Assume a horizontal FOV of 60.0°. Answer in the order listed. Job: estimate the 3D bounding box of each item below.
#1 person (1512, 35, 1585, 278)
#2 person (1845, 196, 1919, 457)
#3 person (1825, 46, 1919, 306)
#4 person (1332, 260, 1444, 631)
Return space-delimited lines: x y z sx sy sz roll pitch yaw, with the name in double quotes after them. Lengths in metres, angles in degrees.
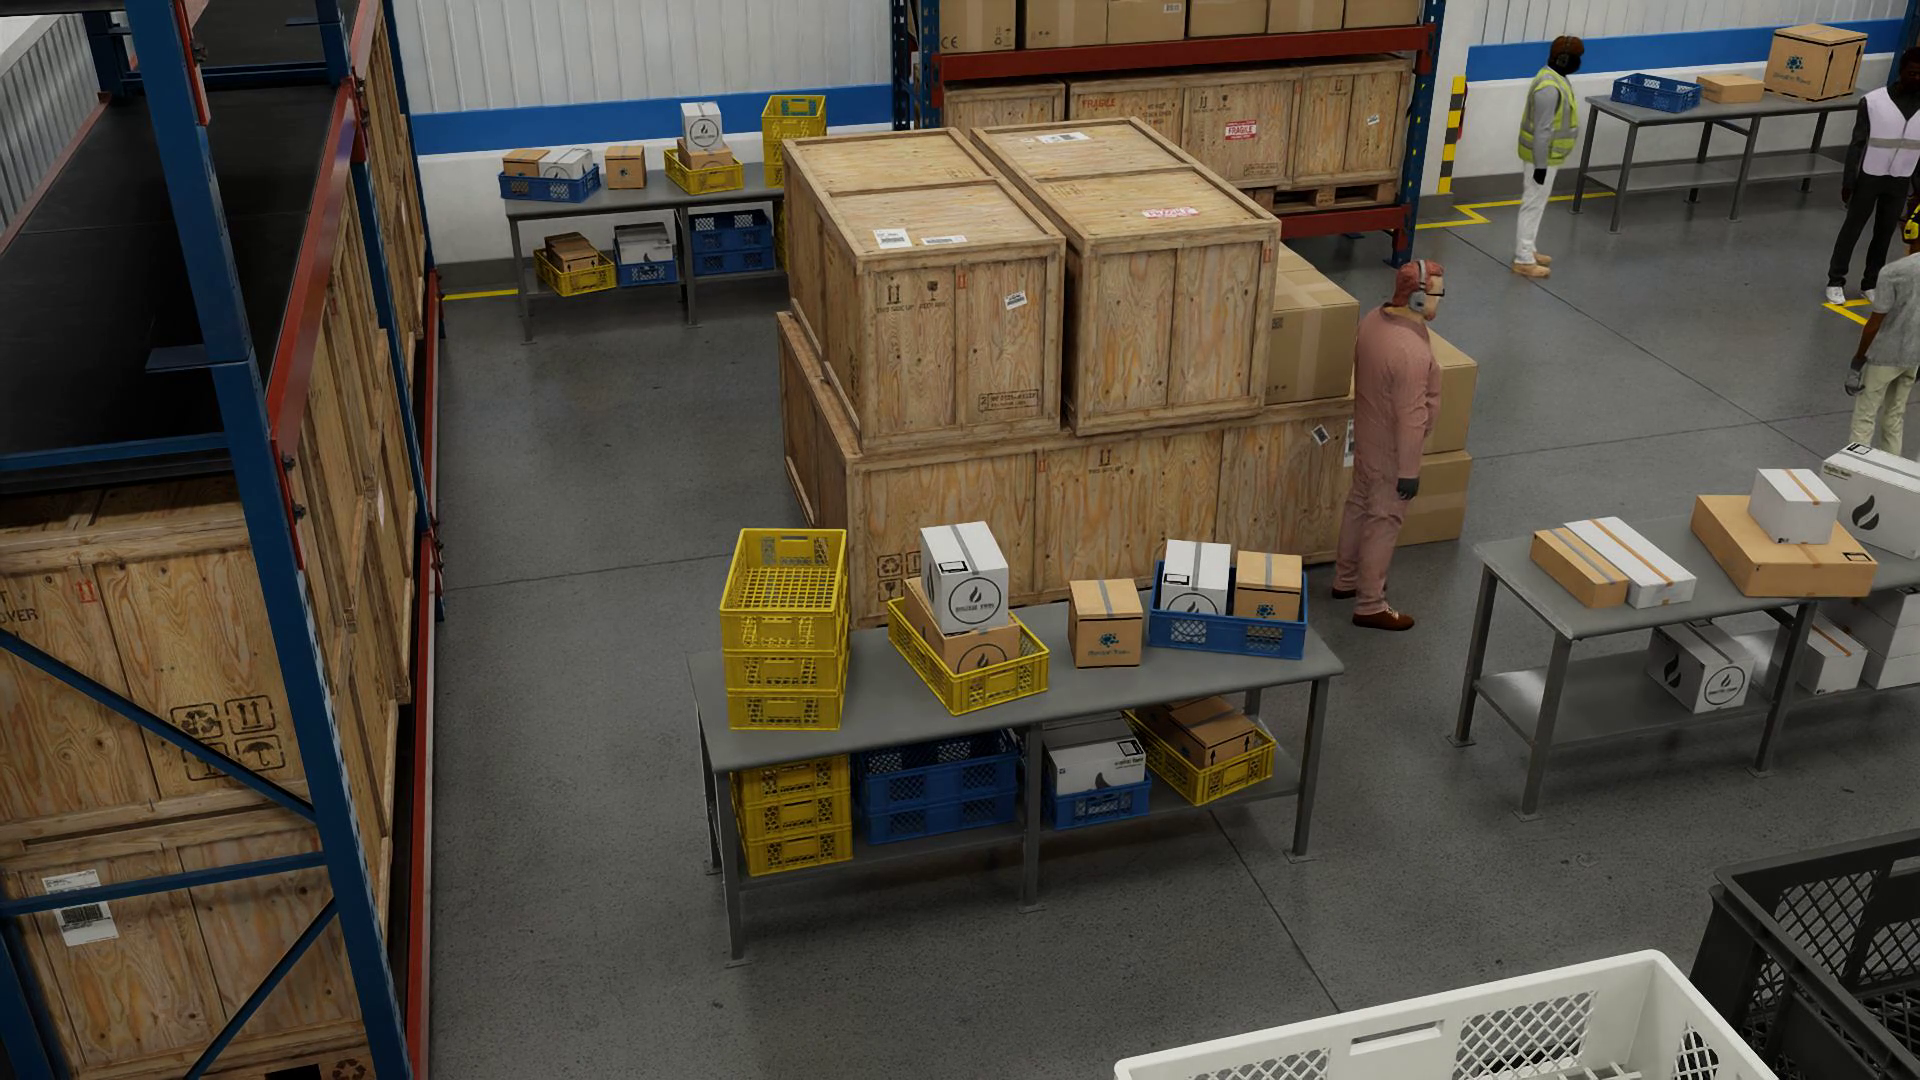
4.535 -2.973 12.882 0.429 1.833 0.629 12 31 21 "person"
5.186 -0.998 9.275 0.504 1.857 0.328 -7 30 -12 "person"
6.801 -2.673 12.259 0.583 1.911 0.394 2 29 4 "person"
2.158 -0.475 8.271 0.402 1.904 0.652 -4 29 -7 "person"
